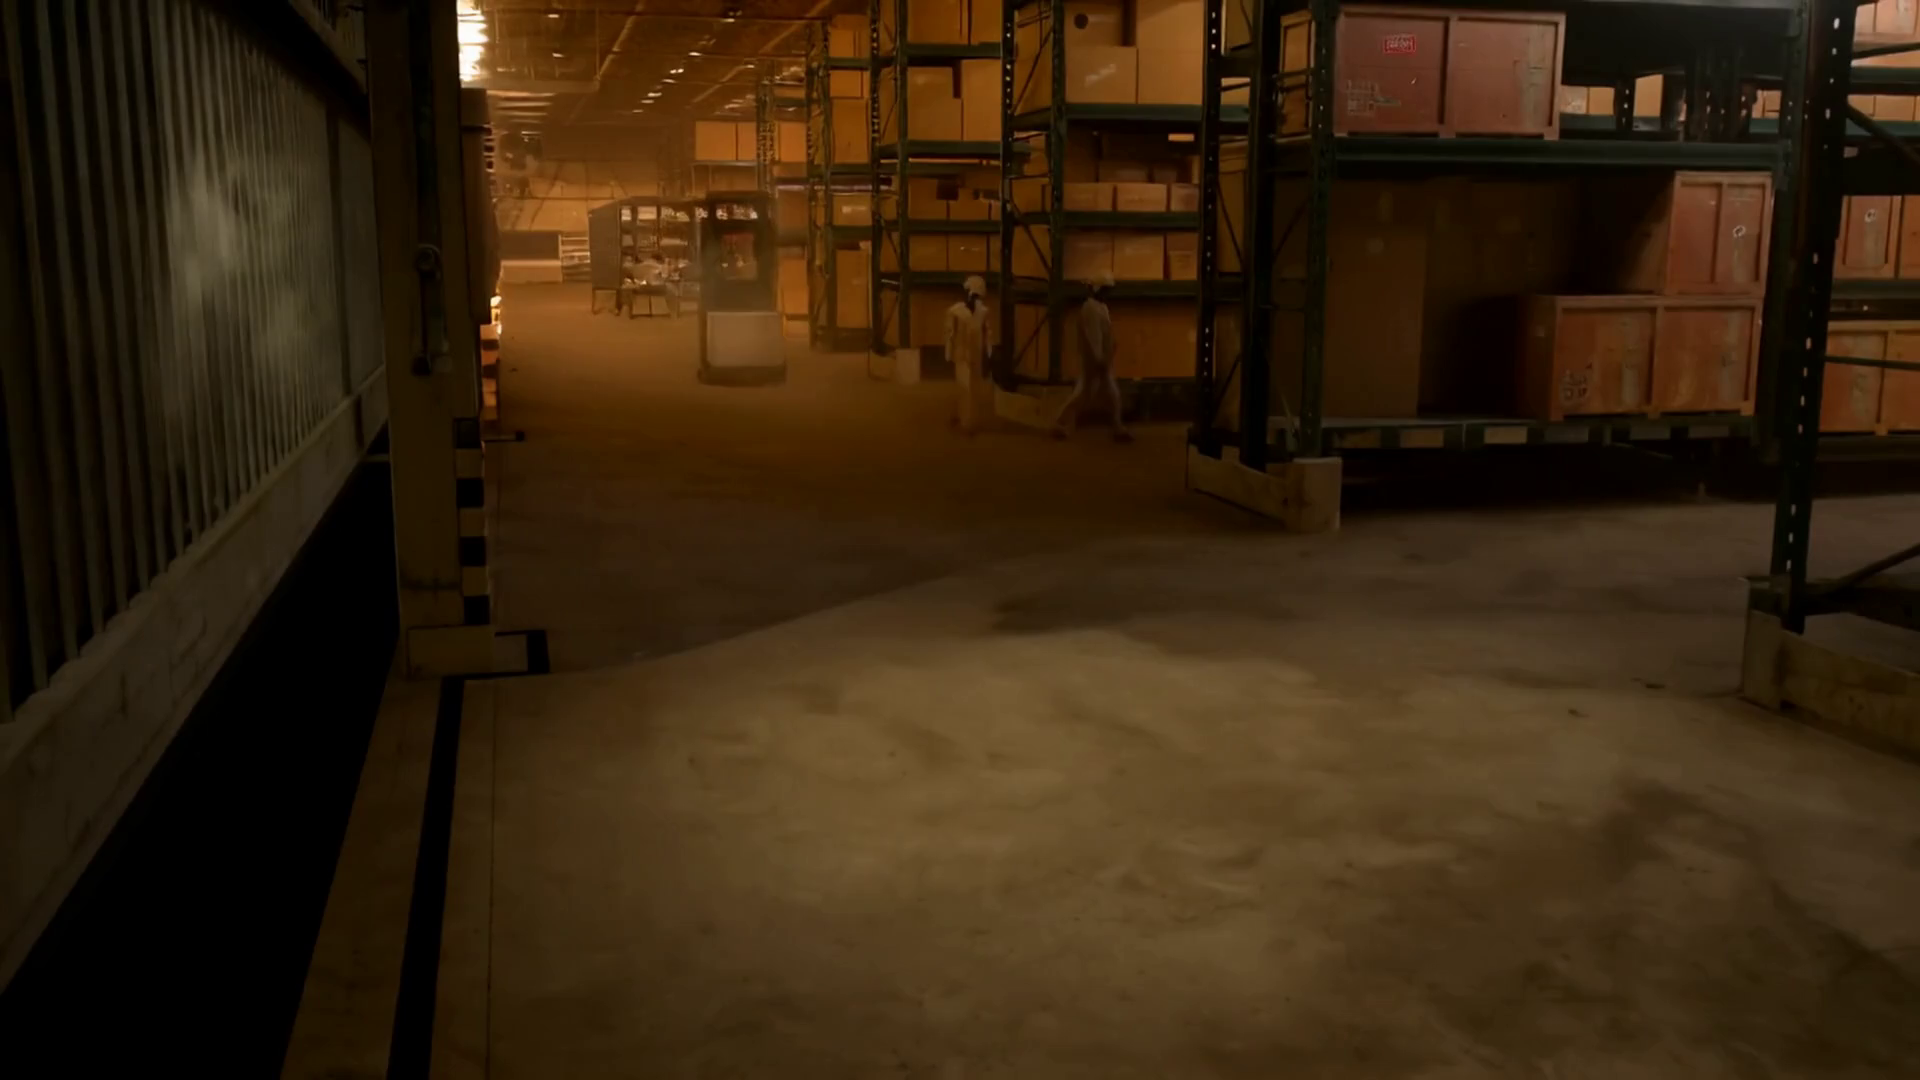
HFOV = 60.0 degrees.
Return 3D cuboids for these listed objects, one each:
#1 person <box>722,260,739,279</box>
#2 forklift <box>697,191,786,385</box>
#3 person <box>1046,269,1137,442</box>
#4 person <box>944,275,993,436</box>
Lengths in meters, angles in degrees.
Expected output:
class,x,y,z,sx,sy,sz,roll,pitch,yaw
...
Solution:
class,x,y,z,sx,sy,sz,roll,pitch,yaw
person,-5.488,-5.850,39.852,0.507,1.693,0.907,3,11,18
forklift,-3.251,-3.742,24.564,1.129,2.768,1.873,-3,10,-15
person,1.354,-1.899,17.207,0.892,1.796,0.588,4,11,19
person,0.039,-2.002,18.005,0.604,1.719,0.586,-9,13,-42
